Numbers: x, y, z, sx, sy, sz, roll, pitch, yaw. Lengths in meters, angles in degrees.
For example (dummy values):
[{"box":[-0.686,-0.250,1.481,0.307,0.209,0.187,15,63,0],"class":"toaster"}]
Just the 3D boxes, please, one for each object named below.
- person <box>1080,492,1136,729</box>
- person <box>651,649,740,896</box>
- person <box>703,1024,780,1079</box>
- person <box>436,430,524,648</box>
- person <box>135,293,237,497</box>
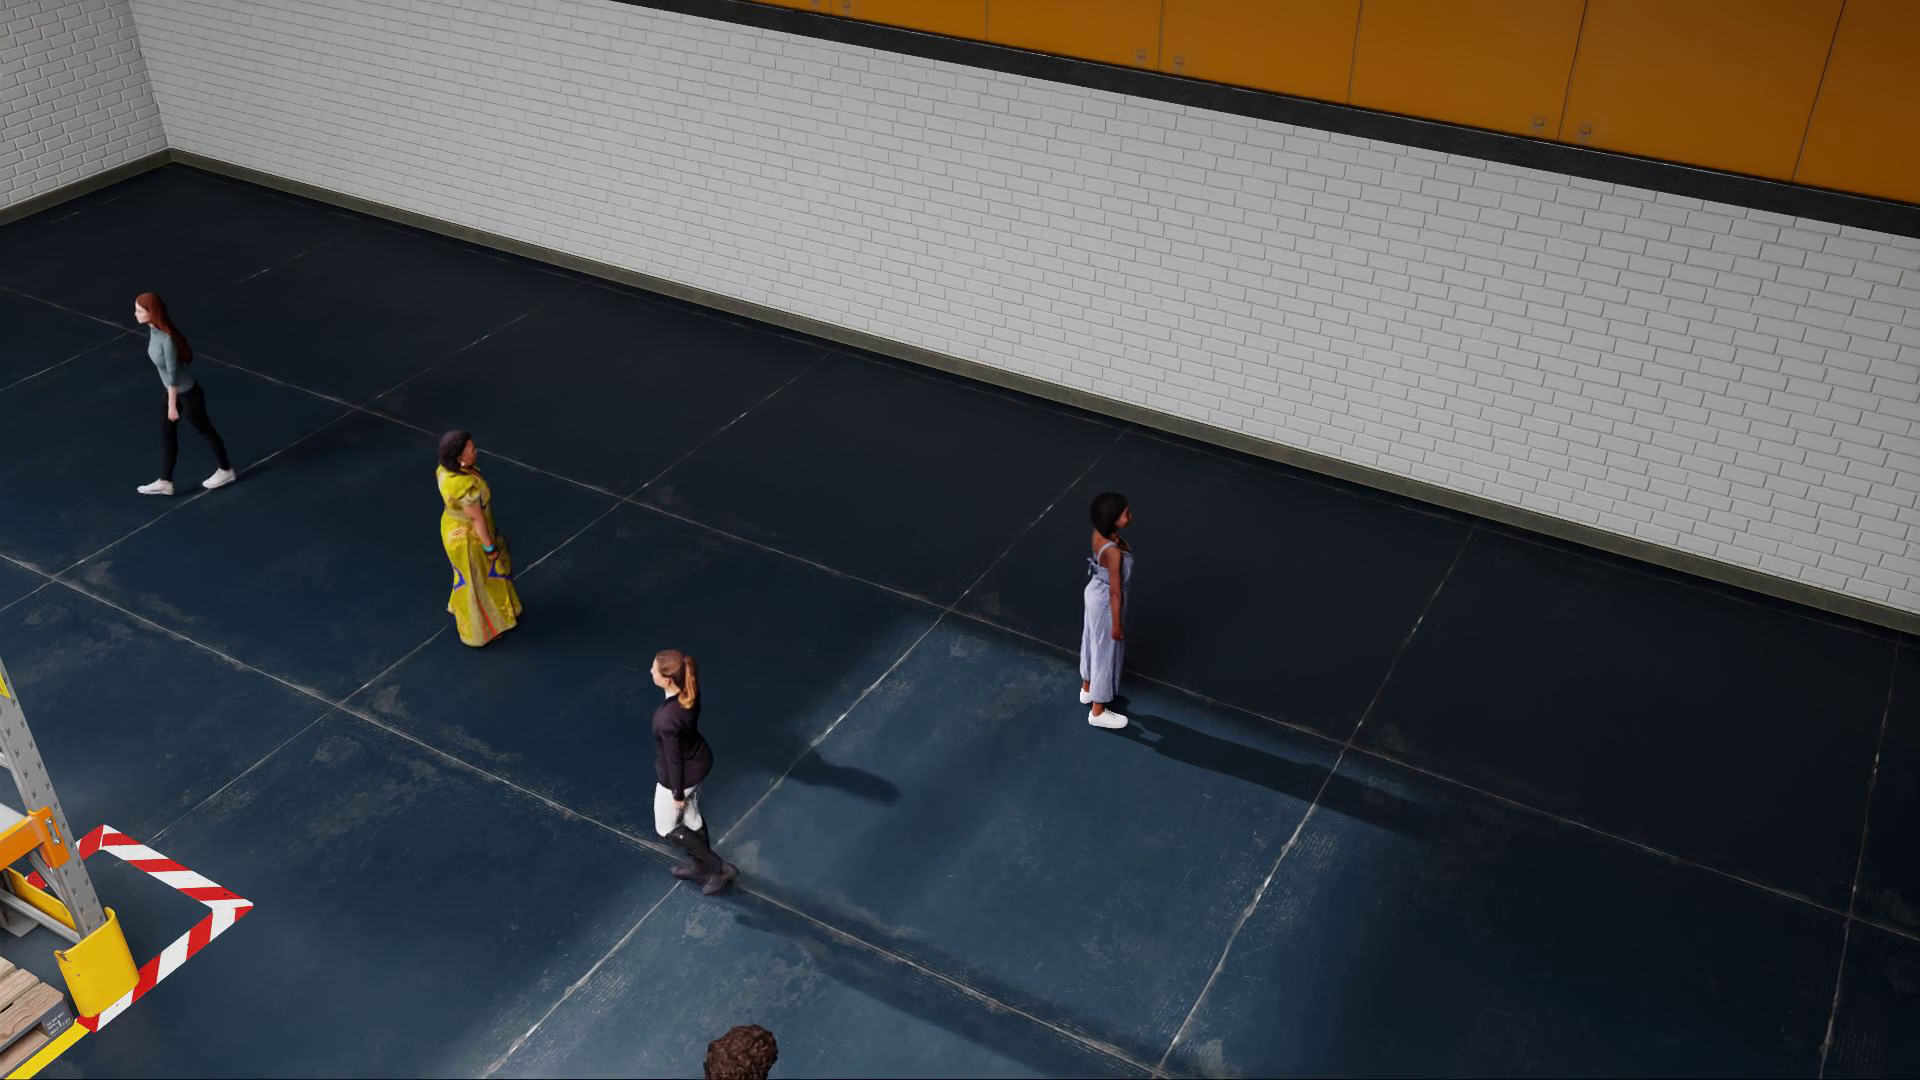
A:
[{"box":[0.938,0.423,10.645,0.717,1.696,0.627,-4,34,-5],"class":"person"},{"box":[-1.452,1.326,9.264,0.723,1.719,0.706,8,34,11],"class":"person"},{"box":[-0.956,2.765,7.055,0.716,1.768,0.752,27,42,34],"class":"person"},{"box":[-3.407,0.011,11.305,0.972,1.649,0.950,-15,36,-21],"class":"person"},{"box":[-5.987,-1.146,12.981,1.043,1.722,0.838,-23,40,-30],"class":"person"}]
